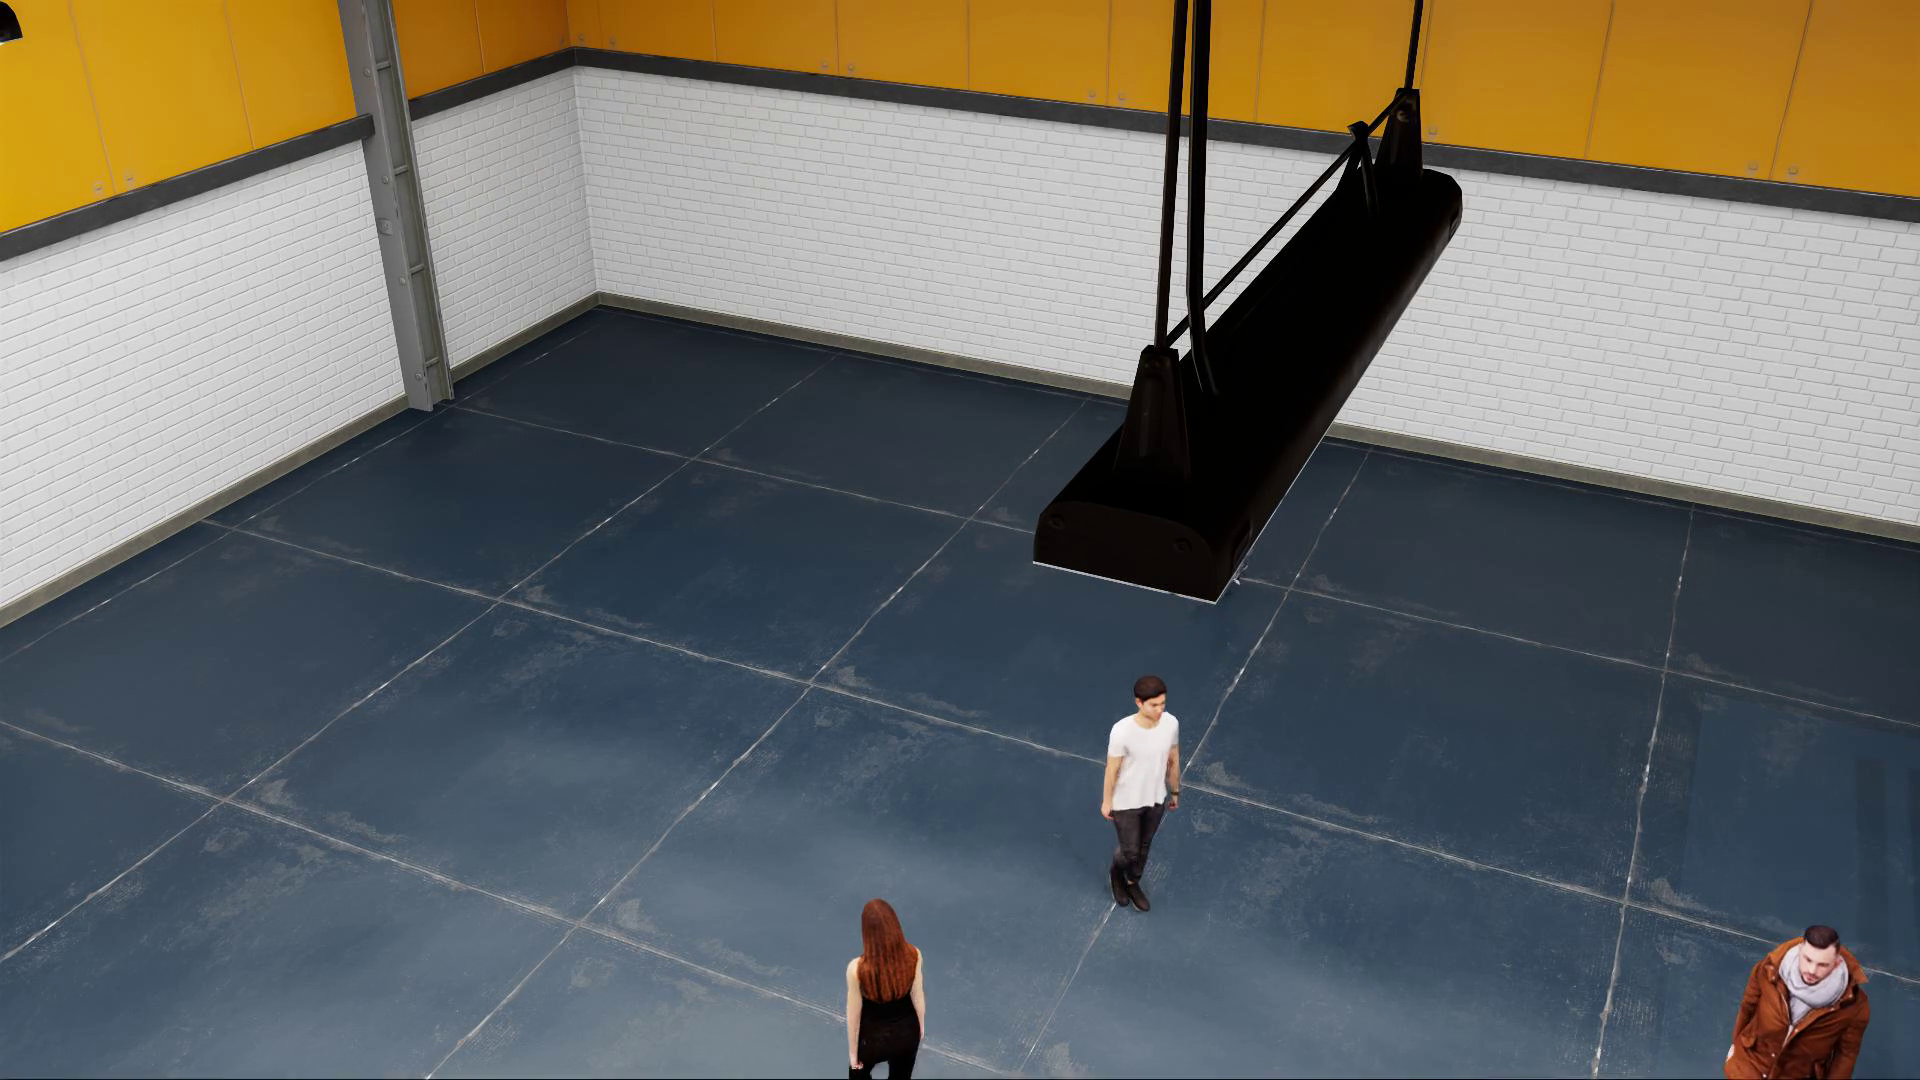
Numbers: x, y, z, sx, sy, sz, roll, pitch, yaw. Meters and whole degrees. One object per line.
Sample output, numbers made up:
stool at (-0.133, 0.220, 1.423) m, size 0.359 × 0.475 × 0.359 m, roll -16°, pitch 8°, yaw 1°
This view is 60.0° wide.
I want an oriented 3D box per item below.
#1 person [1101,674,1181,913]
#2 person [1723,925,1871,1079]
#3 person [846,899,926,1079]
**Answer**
person at (1.074, 1.527, 10.309) m, size 0.743 × 1.715 × 0.820 m, roll -12°, pitch 31°, yaw -21°
person at (4.090, 2.581, 8.265) m, size 0.809 × 1.822 × 0.921 m, roll 20°, pitch 35°, yaw 33°
person at (-0.345, 2.579, 8.382) m, size 0.816 × 1.713 × 0.890 m, roll -8°, pitch 30°, yaw -14°
